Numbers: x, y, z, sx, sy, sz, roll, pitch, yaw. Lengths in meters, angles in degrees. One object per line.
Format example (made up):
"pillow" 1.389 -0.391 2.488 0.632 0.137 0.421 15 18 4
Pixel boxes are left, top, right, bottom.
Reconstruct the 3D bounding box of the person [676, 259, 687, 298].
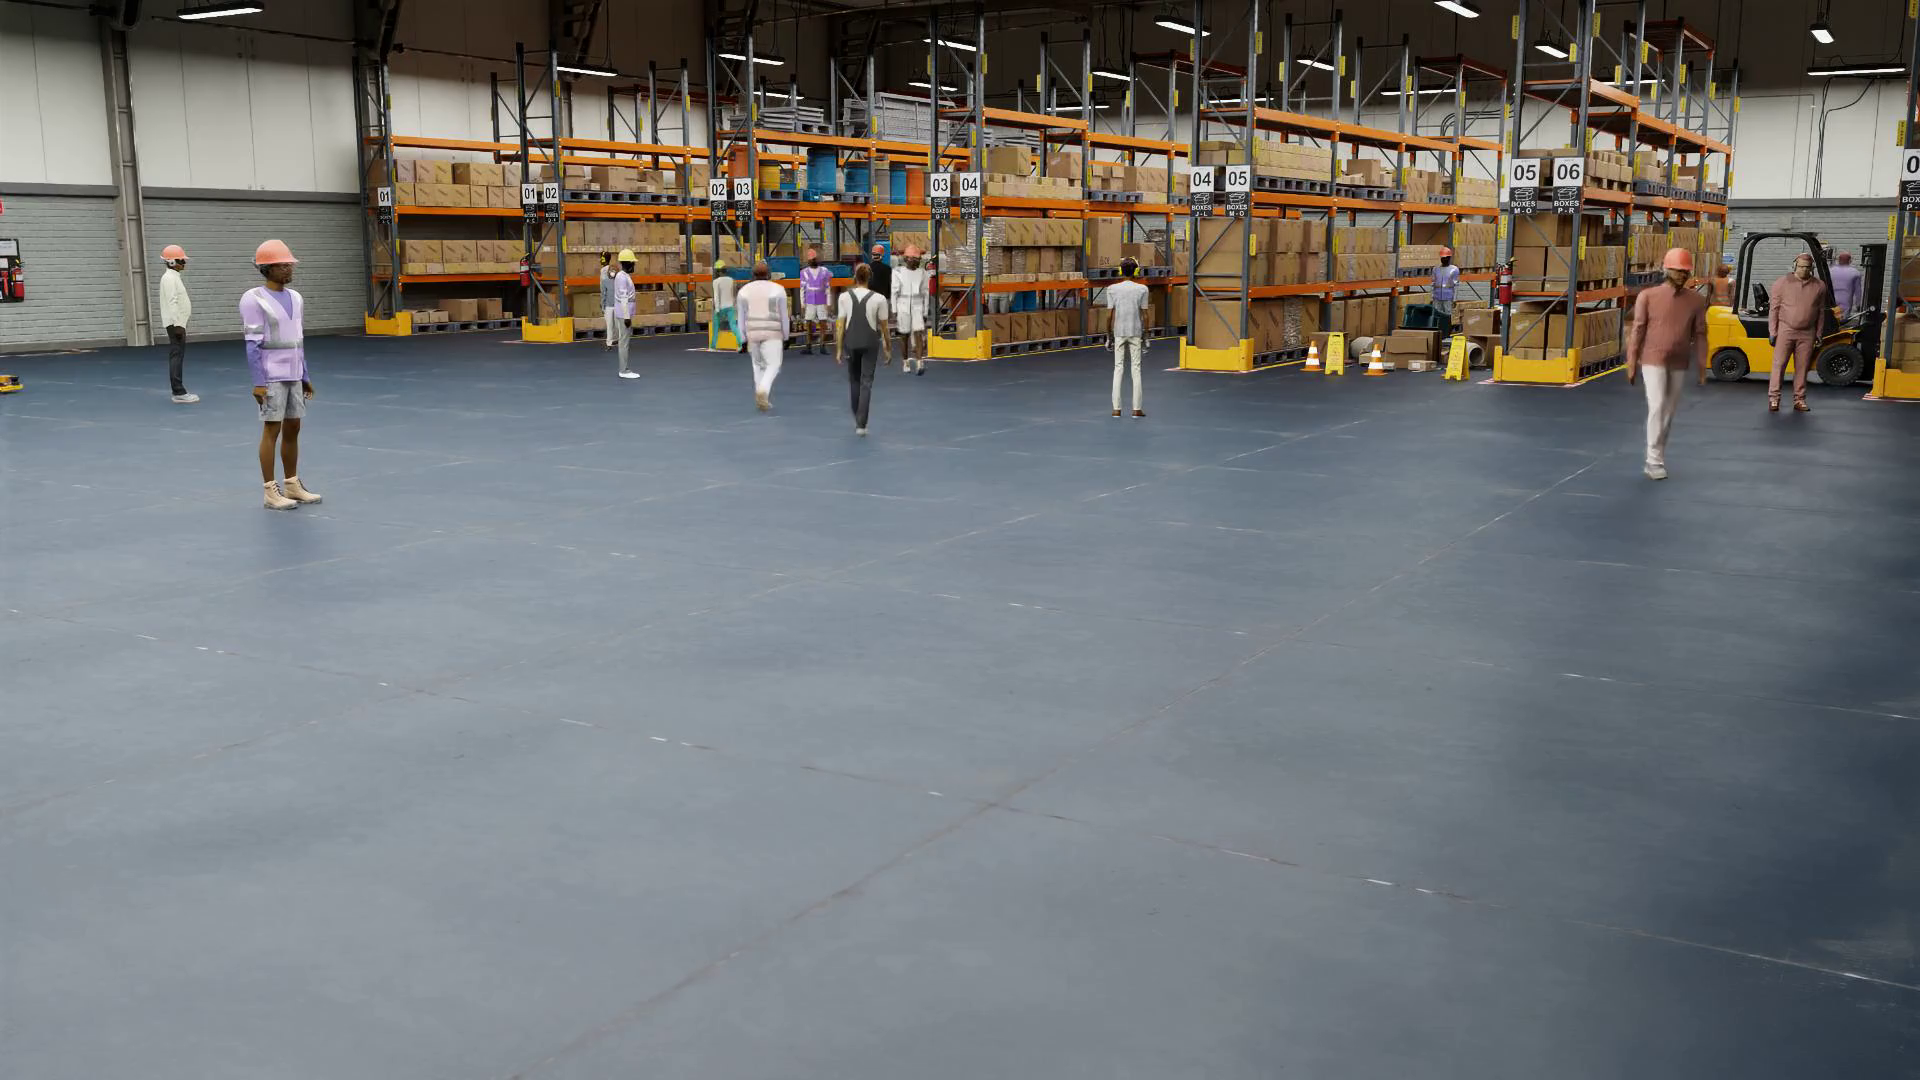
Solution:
"person" -6.586 -5.901 39.883 0.500 1.633 0.279 7 12 33

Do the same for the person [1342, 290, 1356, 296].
"person" 8.507 -5.269 36.421 0.328 1.609 0.627 6 12 31

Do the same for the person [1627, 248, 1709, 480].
"person" 6.097 -1.493 14.222 0.634 1.966 0.804 0 10 -2

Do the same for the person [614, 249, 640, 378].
"person" -5.018 -3.401 25.051 0.377 1.929 0.585 -2 10 -10

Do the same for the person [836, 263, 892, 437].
"person" -0.998 -2.019 17.652 0.545 1.804 0.911 1 10 8

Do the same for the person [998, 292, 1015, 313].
"person" 0.956 -5.767 38.241 0.614 1.950 0.446 6 12 30

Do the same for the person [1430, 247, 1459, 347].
"person" 9.402 -4.707 32.339 0.542 1.939 0.364 7 12 34

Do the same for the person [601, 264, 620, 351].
"person" -6.511 -4.383 31.378 0.507 1.631 0.273 -1 10 -5

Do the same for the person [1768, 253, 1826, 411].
"person" 10.115 -2.504 20.109 0.638 1.902 0.407 1 10 8

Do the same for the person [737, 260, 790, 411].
"person" -2.373 -2.439 19.959 0.622 1.824 0.751 3 10 14

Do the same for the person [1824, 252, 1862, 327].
"person" 16.388 -4.414 30.948 0.664 1.862 0.997 9 14 42

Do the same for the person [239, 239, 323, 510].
"person" -5.190 -1.262 12.737 0.362 2.048 0.613 3 11 16

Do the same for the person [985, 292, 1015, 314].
"person" 0.784 -4.810 32.959 0.622 1.932 0.370 1 10 4

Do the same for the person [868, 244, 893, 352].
"person" -1.526 -4.515 31.103 0.611 1.996 0.379 3 11 18

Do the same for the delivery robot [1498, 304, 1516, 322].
"delivery robot" 13.099 -5.489 40.331 0.707 0.478 0.477 -1 10 -8

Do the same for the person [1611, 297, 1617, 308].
"person" 14.201 -5.292 35.604 0.550 1.942 0.346 3 11 18

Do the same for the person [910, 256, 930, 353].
"person" -0.824 -4.394 30.818 0.522 1.855 0.436 2 10 13

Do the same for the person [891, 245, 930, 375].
"person" -0.758 -3.541 25.688 0.612 1.989 1.035 -1 10 -6

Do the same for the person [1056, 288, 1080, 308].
"person" 2.298 -5.214 35.666 0.533 1.767 0.326 4 11 22

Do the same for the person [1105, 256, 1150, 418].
"person" 1.955 -2.354 19.355 0.531 1.870 0.317 2 10 12

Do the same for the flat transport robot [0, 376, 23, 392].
"flat transport robot" -13.517 -2.095 22.378 1.431 0.197 0.652 -1 10 -4

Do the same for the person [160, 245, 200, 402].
"person" -9.991 -2.756 21.250 0.379 1.996 0.611 -4 11 -23

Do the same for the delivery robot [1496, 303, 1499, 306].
"delivery robot" 13.221 -5.592 40.910 0.477 0.478 0.707 -1 10 -7

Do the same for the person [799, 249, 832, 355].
"person" -2.638 -4.311 30.220 0.629 1.910 0.386 0 10 1

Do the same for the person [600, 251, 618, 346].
"person" -6.952 -4.755 32.806 0.310 1.868 0.532 3 10 15

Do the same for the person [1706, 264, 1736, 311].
"person" 14.928 -4.608 32.672 0.525 1.617 0.633 6 12 30

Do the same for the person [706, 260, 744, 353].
"person" -4.315 -4.297 30.647 0.897 1.724 0.525 9 14 42
